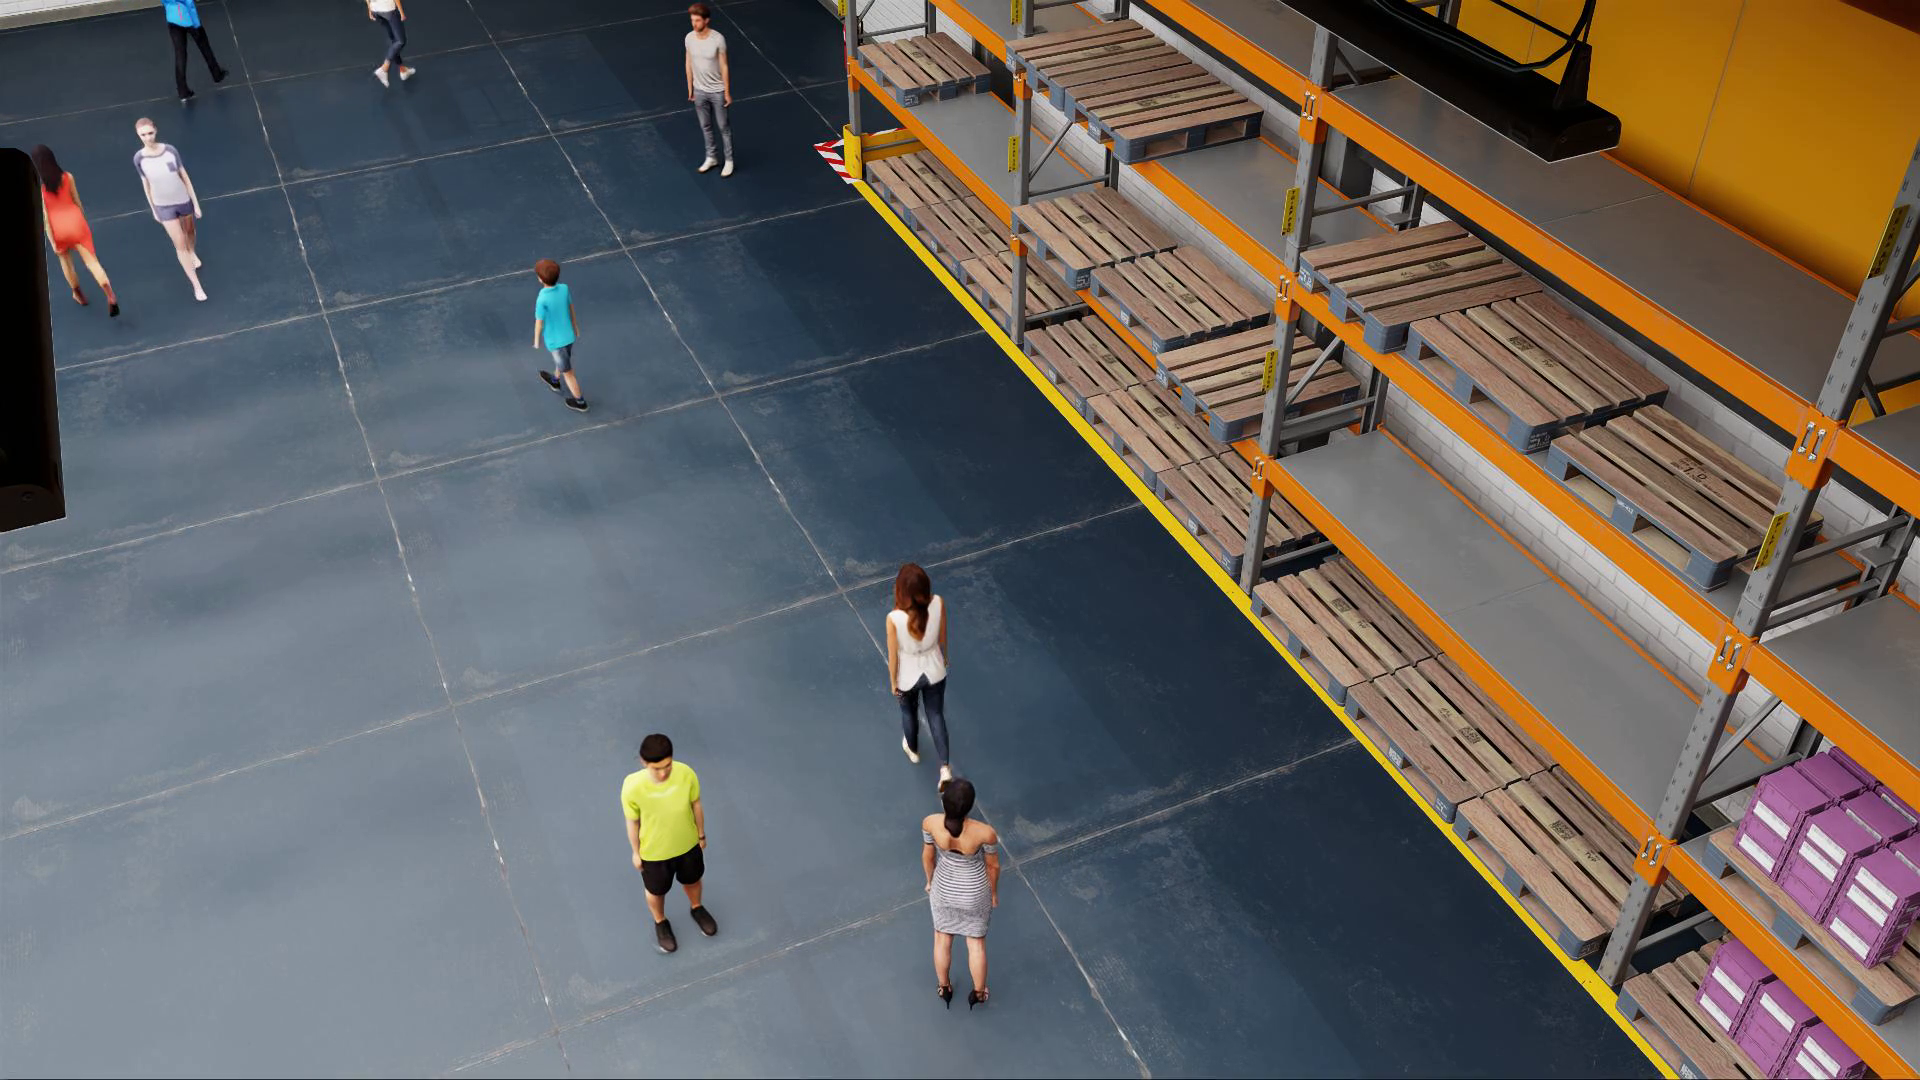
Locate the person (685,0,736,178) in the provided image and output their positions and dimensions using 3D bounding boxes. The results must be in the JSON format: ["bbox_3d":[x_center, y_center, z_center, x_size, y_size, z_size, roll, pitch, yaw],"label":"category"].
[{"bbox_3d":[-2.689,-4.876,17.952,0.749,1.889,0.794,11,40,13],"label":"person"}]

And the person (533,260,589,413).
[{"bbox_3d":[-3.419,-1.750,14.408,0.948,1.427,0.817,21,43,24],"label":"person"}]

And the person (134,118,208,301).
[{"bbox_3d":[-7.610,-3.273,16.079,0.682,1.721,1.184,-21,43,-24],"label":"person"}]

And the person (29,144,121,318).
[{"bbox_3d":[-8.299,-2.867,15.589,1.158,1.700,0.846,31,48,33],"label":"person"}]

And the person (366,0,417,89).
[{"bbox_3d":[-6.859,-6.240,19.737,1.010,1.794,1.046,14,41,17],"label":"person"}]

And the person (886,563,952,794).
[{"bbox_3d":[-0.227,0.924,10.789,0.632,1.765,0.946,-13,40,-16],"label":"person"}]

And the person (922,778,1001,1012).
[{"bbox_3d":[-0.001,2.016,9.377,0.672,1.822,0.713,9,40,11],"label":"person"}]

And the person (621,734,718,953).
[{"bbox_3d":[-1.734,1.751,9.800,0.604,1.706,0.519,-15,41,-18],"label":"person"}]

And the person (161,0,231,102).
[{"bbox_3d":[-9.142,-5.997,19.464,1.046,1.753,1.243,5,39,6],"label":"person"}]
